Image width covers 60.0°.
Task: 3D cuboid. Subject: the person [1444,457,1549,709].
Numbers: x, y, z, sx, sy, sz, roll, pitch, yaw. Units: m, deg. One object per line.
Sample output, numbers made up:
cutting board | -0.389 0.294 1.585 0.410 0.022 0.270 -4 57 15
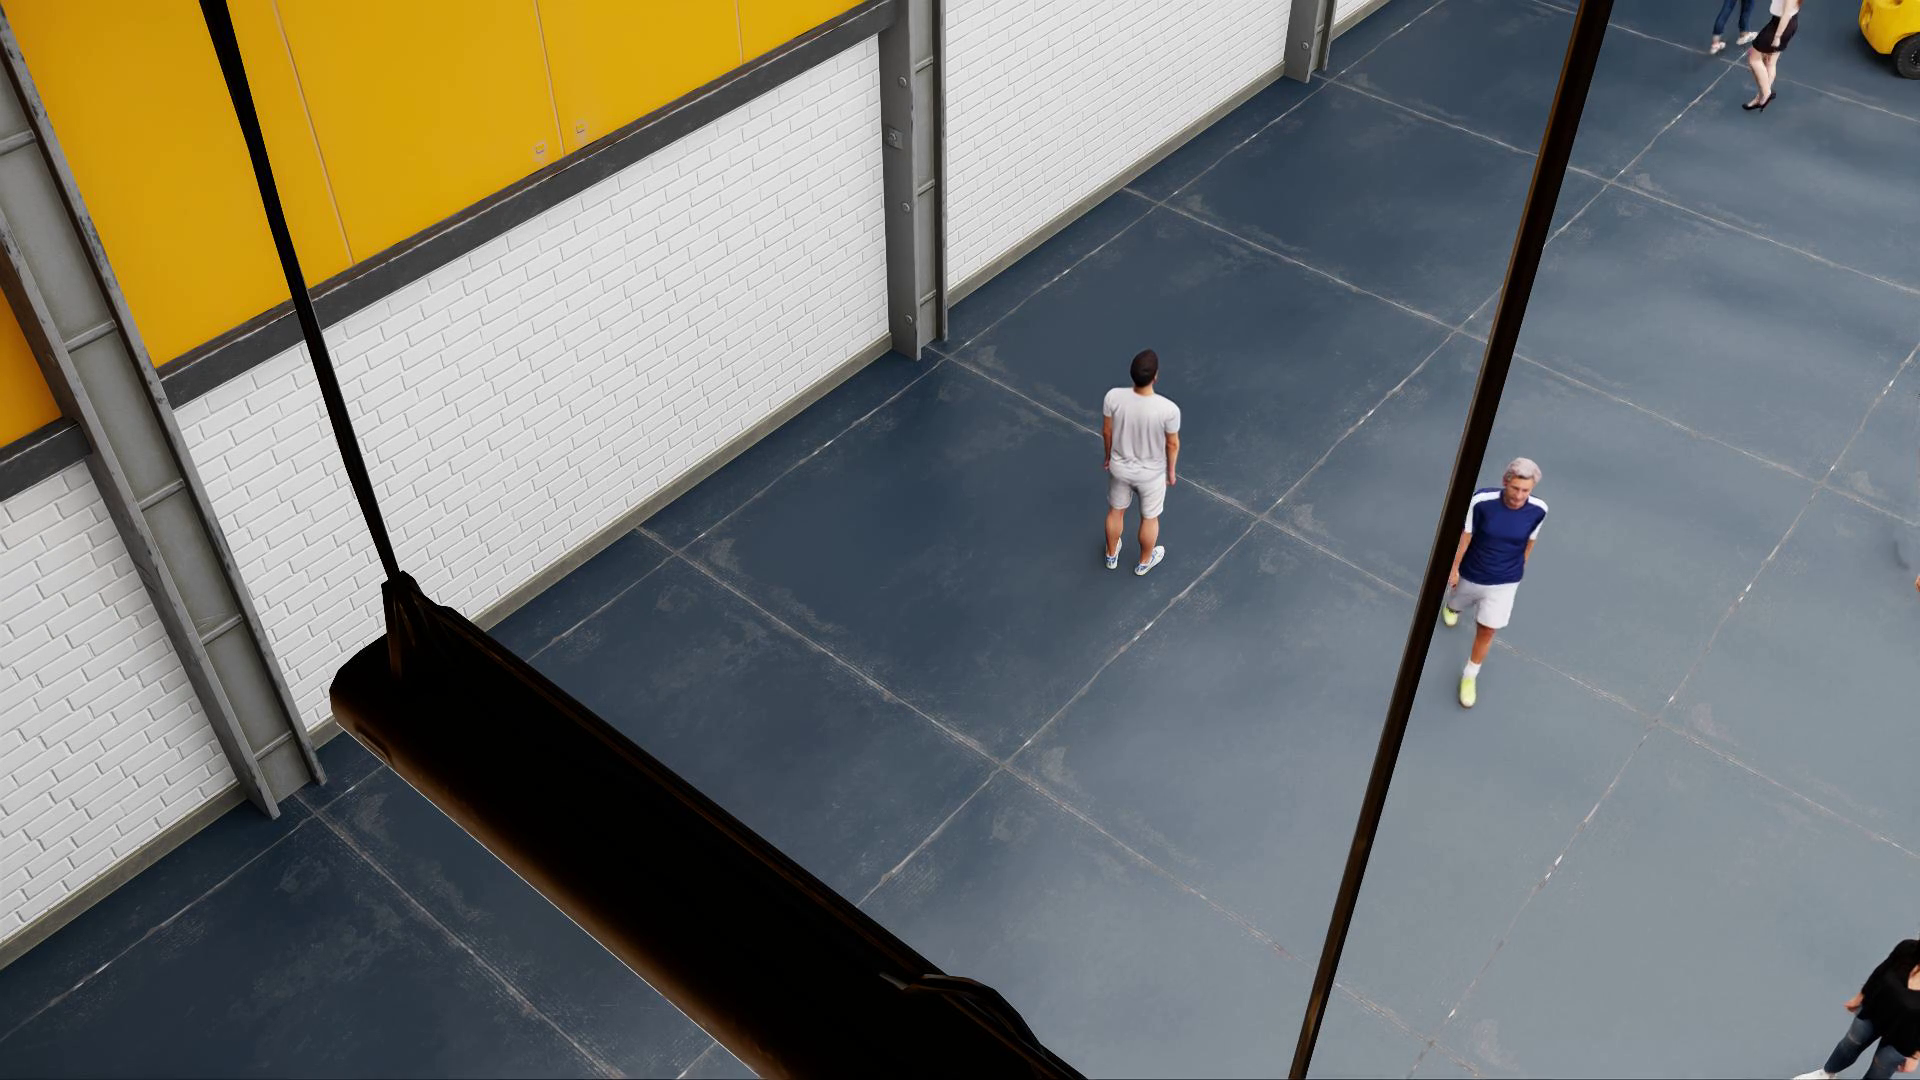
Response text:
person | 3.324 0.138 10.517 0.991 1.812 1.230 8 44 8

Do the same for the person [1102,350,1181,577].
person | 1.191 -0.509 11.164 0.747 1.856 0.695 15 46 15

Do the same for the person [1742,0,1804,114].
person | 7.890 -4.818 15.846 0.601 1.637 0.530 28 50 26

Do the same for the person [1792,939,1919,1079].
person | 4.649 2.395 8.268 0.658 1.646 0.647 -17 46 -17

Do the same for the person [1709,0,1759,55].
person | 7.877 -5.607 16.800 0.884 1.463 0.699 -28 50 -26
